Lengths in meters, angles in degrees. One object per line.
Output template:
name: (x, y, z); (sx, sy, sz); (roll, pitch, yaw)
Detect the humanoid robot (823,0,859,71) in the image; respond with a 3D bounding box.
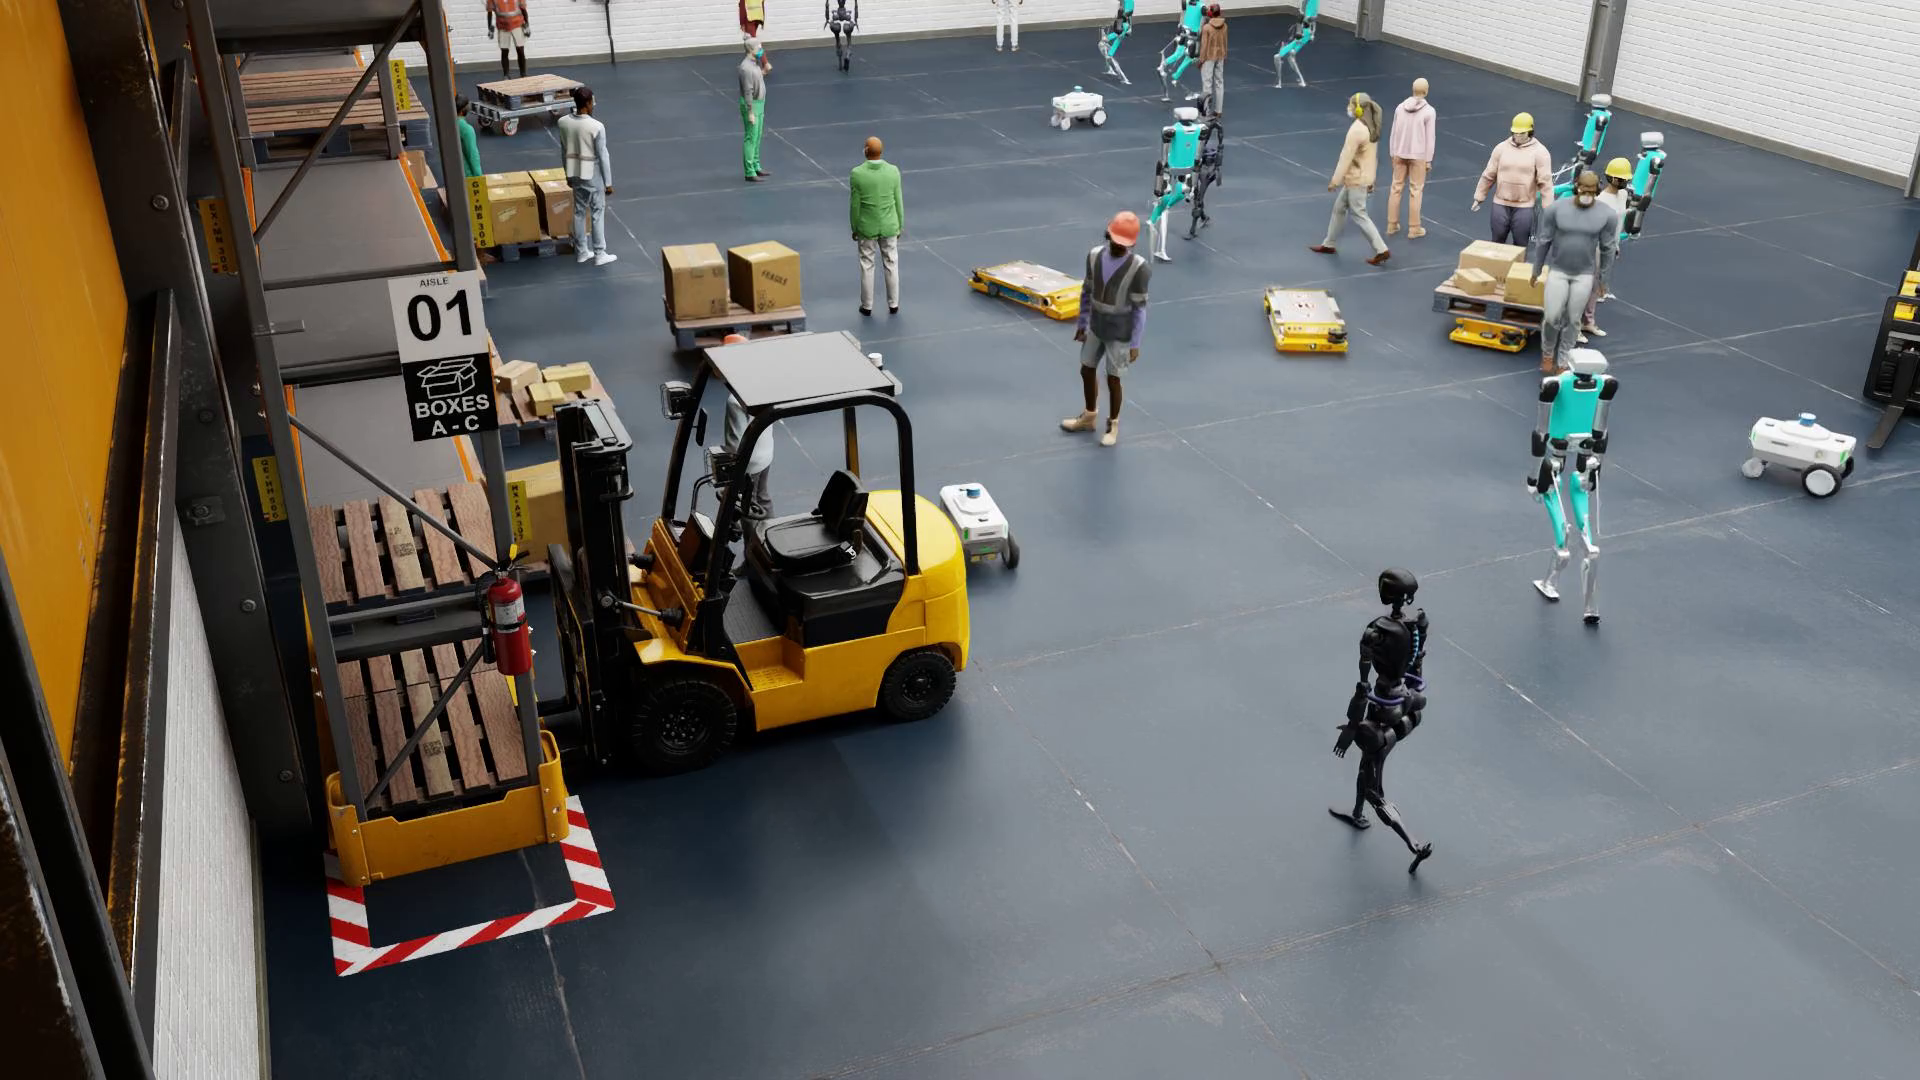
humanoid robot: (-1.982, -8.591, 27.524); (0.600, 1.642, 0.553); (0, 27, 0)

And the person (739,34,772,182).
person: (-2.629, -5.512, 21.209); (0.332, 1.837, 0.519); (4, 27, 8)

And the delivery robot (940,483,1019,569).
delivery robot: (0.100, -0.104, 11.883); (0.499, 0.601, 0.796); (-7, 28, -13)

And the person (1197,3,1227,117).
person: (3.716, -7.028, 24.424); (0.471, 1.650, 0.310); (-13, 29, -23)

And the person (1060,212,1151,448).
person: (1.195, -1.701, 13.455); (0.722, 2.002, 0.382); (23, 35, 38)

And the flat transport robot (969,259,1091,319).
flat transport robot: (0.793, -2.593, 17.145); (0.659, 0.231, 1.431); (-20, 33, -35)

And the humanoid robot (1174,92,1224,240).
humanoid robot: (2.767, -4.312, 19.051); (0.602, 1.628, 0.783); (18, 32, 32)

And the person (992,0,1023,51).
person: (0.832, -9.573, 29.232); (0.577, 1.884, 0.354); (1, 27, 2)

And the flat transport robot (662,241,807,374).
flat transport robot: (-2.127, -1.929, 15.823); (0.659, 0.231, 1.431); (-7, 28, -14)

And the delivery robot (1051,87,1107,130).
delivery robot: (1.723, -6.271, 24.161); (0.813, 0.610, 0.499); (-14, 30, -26)

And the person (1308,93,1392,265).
person: (4.353, -3.925, 18.076); (0.965, 1.828, 0.540); (14, 30, 26)

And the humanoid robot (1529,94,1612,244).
humanoid robot: (6.693, -4.076, 18.506); (1.021, 1.761, 0.538); (6, 27, 11)

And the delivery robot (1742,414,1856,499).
delivery robot: (6.608, -0.698, 13.048); (0.773, 0.586, 0.499); (19, 33, 33)

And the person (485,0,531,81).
person: (-7.130, -8.098, 26.242); (0.687, 1.946, 0.454); (-6, 27, -12)

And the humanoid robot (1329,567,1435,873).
humanoid robot: (2.273, 0.919, 8.646); (0.613, 1.644, 0.731); (-21, 33, -35)

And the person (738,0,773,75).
person: (-3.413, -8.571, 27.413); (0.915, 1.731, 0.479); (21, 34, 36)

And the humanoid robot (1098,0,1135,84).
humanoid robot: (2.514, -8.266, 26.795); (0.921, 1.772, 0.544); (13, 29, 24)

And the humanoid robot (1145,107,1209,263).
humanoid robot: (2.256, -3.805, 17.994); (0.533, 1.828, 0.783); (-11, 29, -20)

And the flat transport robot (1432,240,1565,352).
flat transport robot: (5.361, -2.172, 16.307); (0.659, 0.231, 1.431); (16, 31, 29)

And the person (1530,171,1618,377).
person: (5.442, -2.344, 14.813); (0.676, 1.912, 0.472); (8, 28, 15)

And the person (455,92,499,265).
person: (-5.375, -3.907, 18.012); (0.504, 1.843, 0.393); (20, 33, 34)

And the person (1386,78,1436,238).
person: (5.126, -4.344, 18.940); (0.524, 1.783, 0.407); (20, 33, 35)

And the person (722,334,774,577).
person: (-1.479, -0.585, 11.514); (0.351, 1.738, 0.572); (7, 28, 14)

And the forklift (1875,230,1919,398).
forklift: (9.029, -2.397, 14.618); (1.214, 2.155, 2.313); (18, 32, 32)

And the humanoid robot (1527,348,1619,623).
humanoid robot: (4.113, -0.279, 11.016); (0.543, 1.880, 0.811); (-5, 27, -9)

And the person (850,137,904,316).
person: (-0.823, -3.095, 16.458); (0.538, 1.783, 0.383); (-6, 27, -11)

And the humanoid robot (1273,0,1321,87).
humanoid robot: (5.316, -8.080, 26.464); (0.799, 1.799, 0.531); (21, 33, 35)

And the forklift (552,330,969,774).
forklift: (-1.094, 0.010, 9.831); (2.313, 2.155, 1.214); (-10, 28, -20)

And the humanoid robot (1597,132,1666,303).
humanoid robot: (6.567, -3.230, 16.774); (0.809, 1.767, 0.537); (4, 27, 8)

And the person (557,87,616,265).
person: (-4.026, -3.919, 17.964); (0.595, 1.908, 0.408); (11, 29, 21)

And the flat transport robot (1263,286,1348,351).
flat transport robot: (3.374, -2.173, 16.310); (0.659, 0.231, 1.431); (2, 27, 3)

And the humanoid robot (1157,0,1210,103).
humanoid robot: (3.310, -7.367, 25.028); (1.028, 1.740, 0.571); (-20, 33, -34)

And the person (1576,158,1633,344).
person: (6.116, -2.756, 15.802); (0.530, 1.767, 0.326); (-20, 33, -34)

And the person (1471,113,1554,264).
person: (5.717, -3.482, 17.150); (0.814, 1.856, 0.437); (16, 31, 28)
